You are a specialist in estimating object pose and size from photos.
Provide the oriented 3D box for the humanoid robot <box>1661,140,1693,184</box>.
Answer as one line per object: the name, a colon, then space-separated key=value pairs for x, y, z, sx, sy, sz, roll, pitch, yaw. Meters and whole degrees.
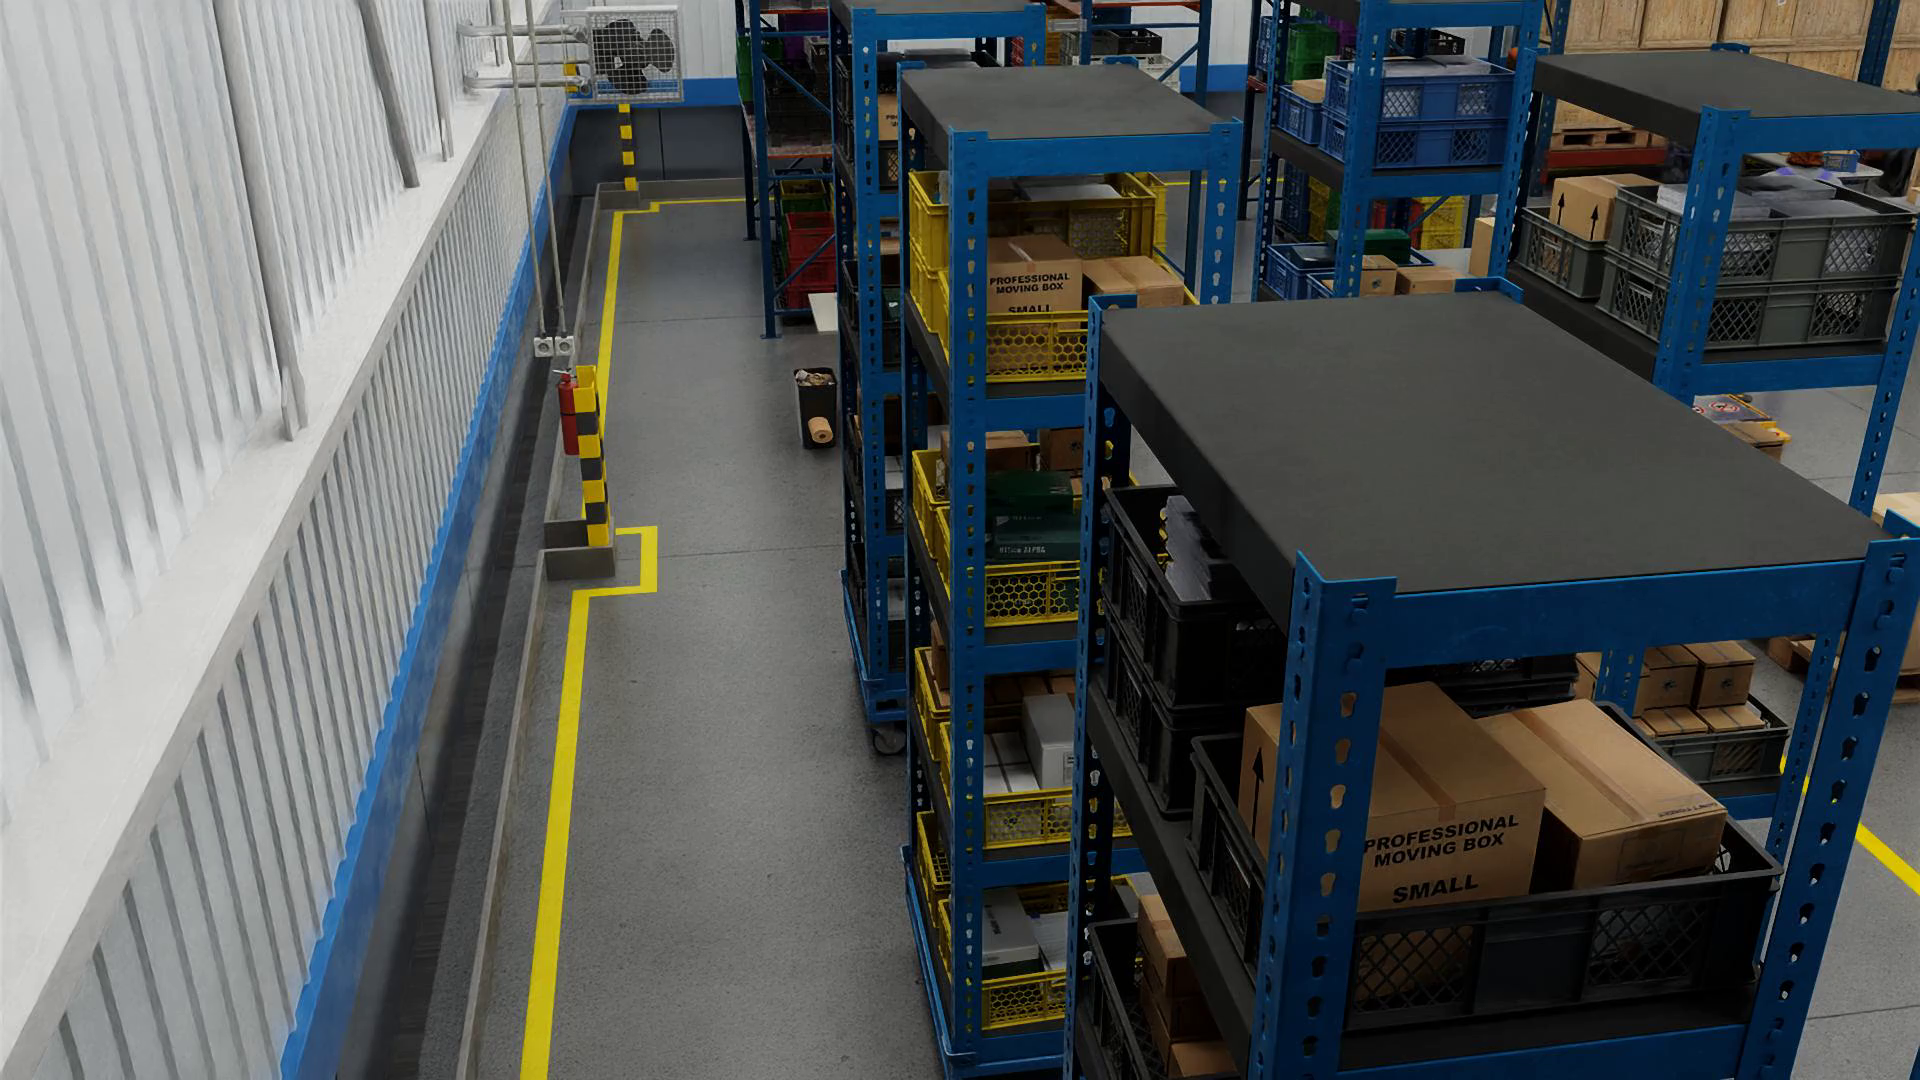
humanoid robot: x=7.345 y=-3.726 z=16.708 sx=0.600 sy=1.653 sz=0.462 roll=-15 pitch=28 yaw=-29

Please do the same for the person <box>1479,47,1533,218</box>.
person: x=5.838 y=-4.273 z=17.651 sx=0.354 sy=1.886 sz=0.573 roll=-1 pitch=25 yaw=-2

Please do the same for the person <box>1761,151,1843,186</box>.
person: x=6.462 y=-2.265 z=13.105 sx=0.679 sy=2.000 sz=0.537 roll=3 pitch=25 yaw=6

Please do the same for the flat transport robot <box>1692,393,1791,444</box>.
flat transport robot: x=5.224 y=-0.859 z=12.132 sx=1.431 sy=0.197 sz=0.652 roll=-4 pitch=25 yaw=-8

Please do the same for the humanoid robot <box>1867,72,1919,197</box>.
humanoid robot: x=10.167 y=-4.268 z=17.911 sx=0.553 sy=1.637 sz=0.622 roll=-22 pitch=33 yaw=-40
